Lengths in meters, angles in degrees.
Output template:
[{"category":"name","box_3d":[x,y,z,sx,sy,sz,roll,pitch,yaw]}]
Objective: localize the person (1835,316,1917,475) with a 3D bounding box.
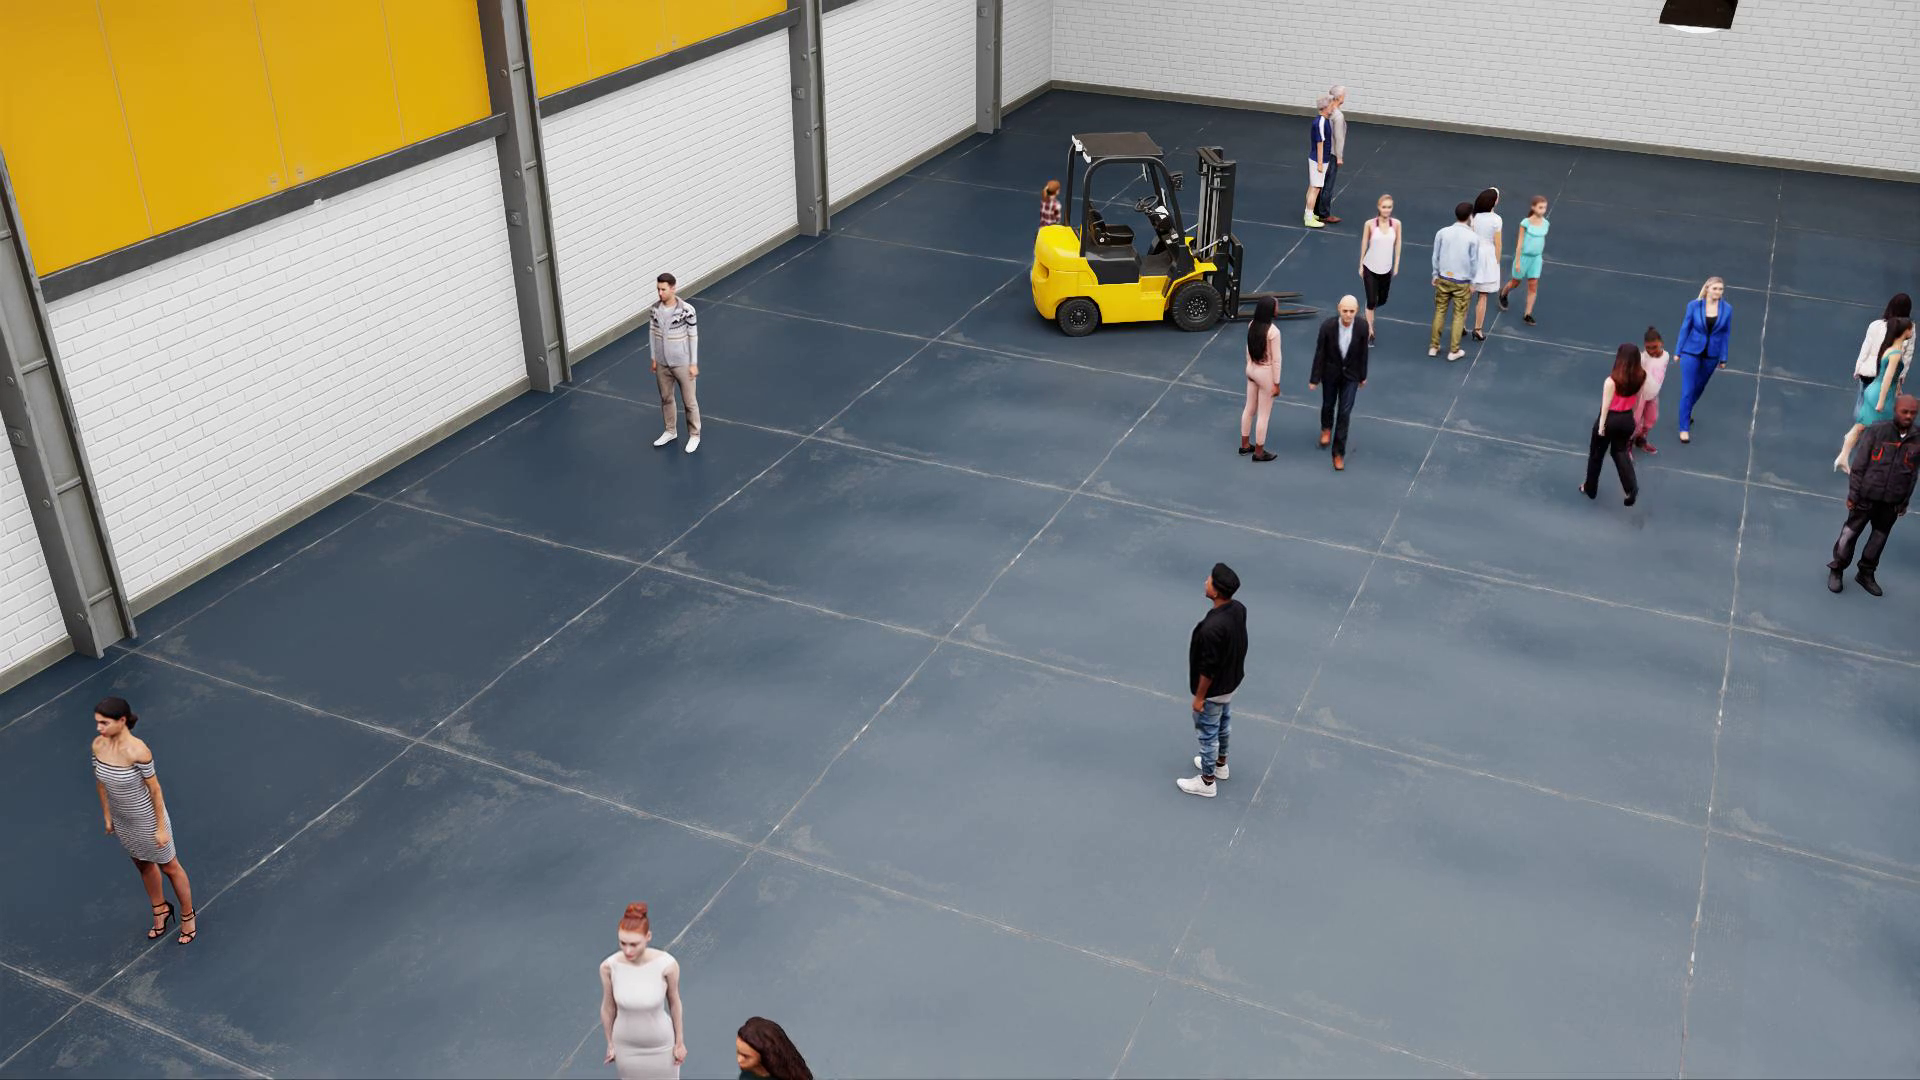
[{"category":"person","box_3d":[8.882,-1.385,16.229,0.681,1.665,0.819,8,30,15]}]

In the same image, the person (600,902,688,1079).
[{"category":"person","box_3d":[-1.639,2.627,8.741,0.645,1.793,0.632,0,29,0]}]

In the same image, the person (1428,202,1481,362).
[{"category":"person","box_3d":[5.631,-2.955,18.957,0.719,1.809,0.629,19,34,31]}]

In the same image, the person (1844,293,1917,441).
[{"category":"person","box_3d":[9.341,-1.719,16.872,0.613,1.636,0.527,12,31,21]}]

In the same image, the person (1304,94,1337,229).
[{"category":"person","box_3d":[5.028,-5.328,23.277,0.752,1.837,0.576,5,29,9]}]

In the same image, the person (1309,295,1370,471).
[{"category":"person","box_3d":[3.808,-1.659,16.652,0.896,1.742,1.224,5,29,9]}]

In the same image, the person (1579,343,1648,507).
[{"category":"person","box_3d":[6.216,-1.055,15.647,0.906,1.642,1.000,-8,30,-14]}]

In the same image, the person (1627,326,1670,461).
[{"category":"person","box_3d":[6.856,-1.487,16.664,0.740,1.426,0.787,-16,32,-26]}]

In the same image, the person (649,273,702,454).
[{"category":"person","box_3d":[-2.887,-1.827,16.835,0.698,1.860,0.573,10,30,18]}]

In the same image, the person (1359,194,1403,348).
[{"category":"person","box_3d":[4.862,-3.175,19.400,0.806,1.770,1.013,2,29,5]}]

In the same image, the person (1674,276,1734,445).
[{"category":"person","box_3d":[7.649,-1.915,17.204,0.842,1.662,1.129,4,29,8]}]

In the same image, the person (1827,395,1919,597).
[{"category":"person","box_3d":[7.900,-0.420,14.296,0.764,1.822,0.716,4,29,7]}]

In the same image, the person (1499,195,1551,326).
[{"category":"person","box_3d":[6.816,-3.410,20.080,0.902,1.532,1.087,-3,29,-6]}]

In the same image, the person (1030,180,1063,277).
[{"category":"person","box_3d":[1.119,-3.969,21.358,0.721,1.290,0.953,25,37,37]}]

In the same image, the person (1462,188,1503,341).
[{"category":"person","box_3d":[6.086,-3.219,19.431,0.848,1.818,0.811,-24,37,-37]}]

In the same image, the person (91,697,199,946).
[{"category":"person","box_3d":[-5.075,1.745,10.327,0.632,1.822,0.578,8,30,14]}]

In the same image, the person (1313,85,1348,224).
[{"category":"person","box_3d":[5.184,-5.436,23.400,0.886,1.910,0.822,-9,30,-17]}]

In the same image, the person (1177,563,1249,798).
[{"category":"person","box_3d":[1.811,0.980,11.739,0.780,1.812,0.565,17,33,28]}]

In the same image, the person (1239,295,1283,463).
[{"category":"person","box_3d":[3.004,-1.616,16.595,0.729,1.720,0.699,-14,32,-24]}]

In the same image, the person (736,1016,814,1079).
[{"category":"person","box_3d":[-0.844,2.987,8.306,0.811,1.577,1.170,24,37,37]}]
